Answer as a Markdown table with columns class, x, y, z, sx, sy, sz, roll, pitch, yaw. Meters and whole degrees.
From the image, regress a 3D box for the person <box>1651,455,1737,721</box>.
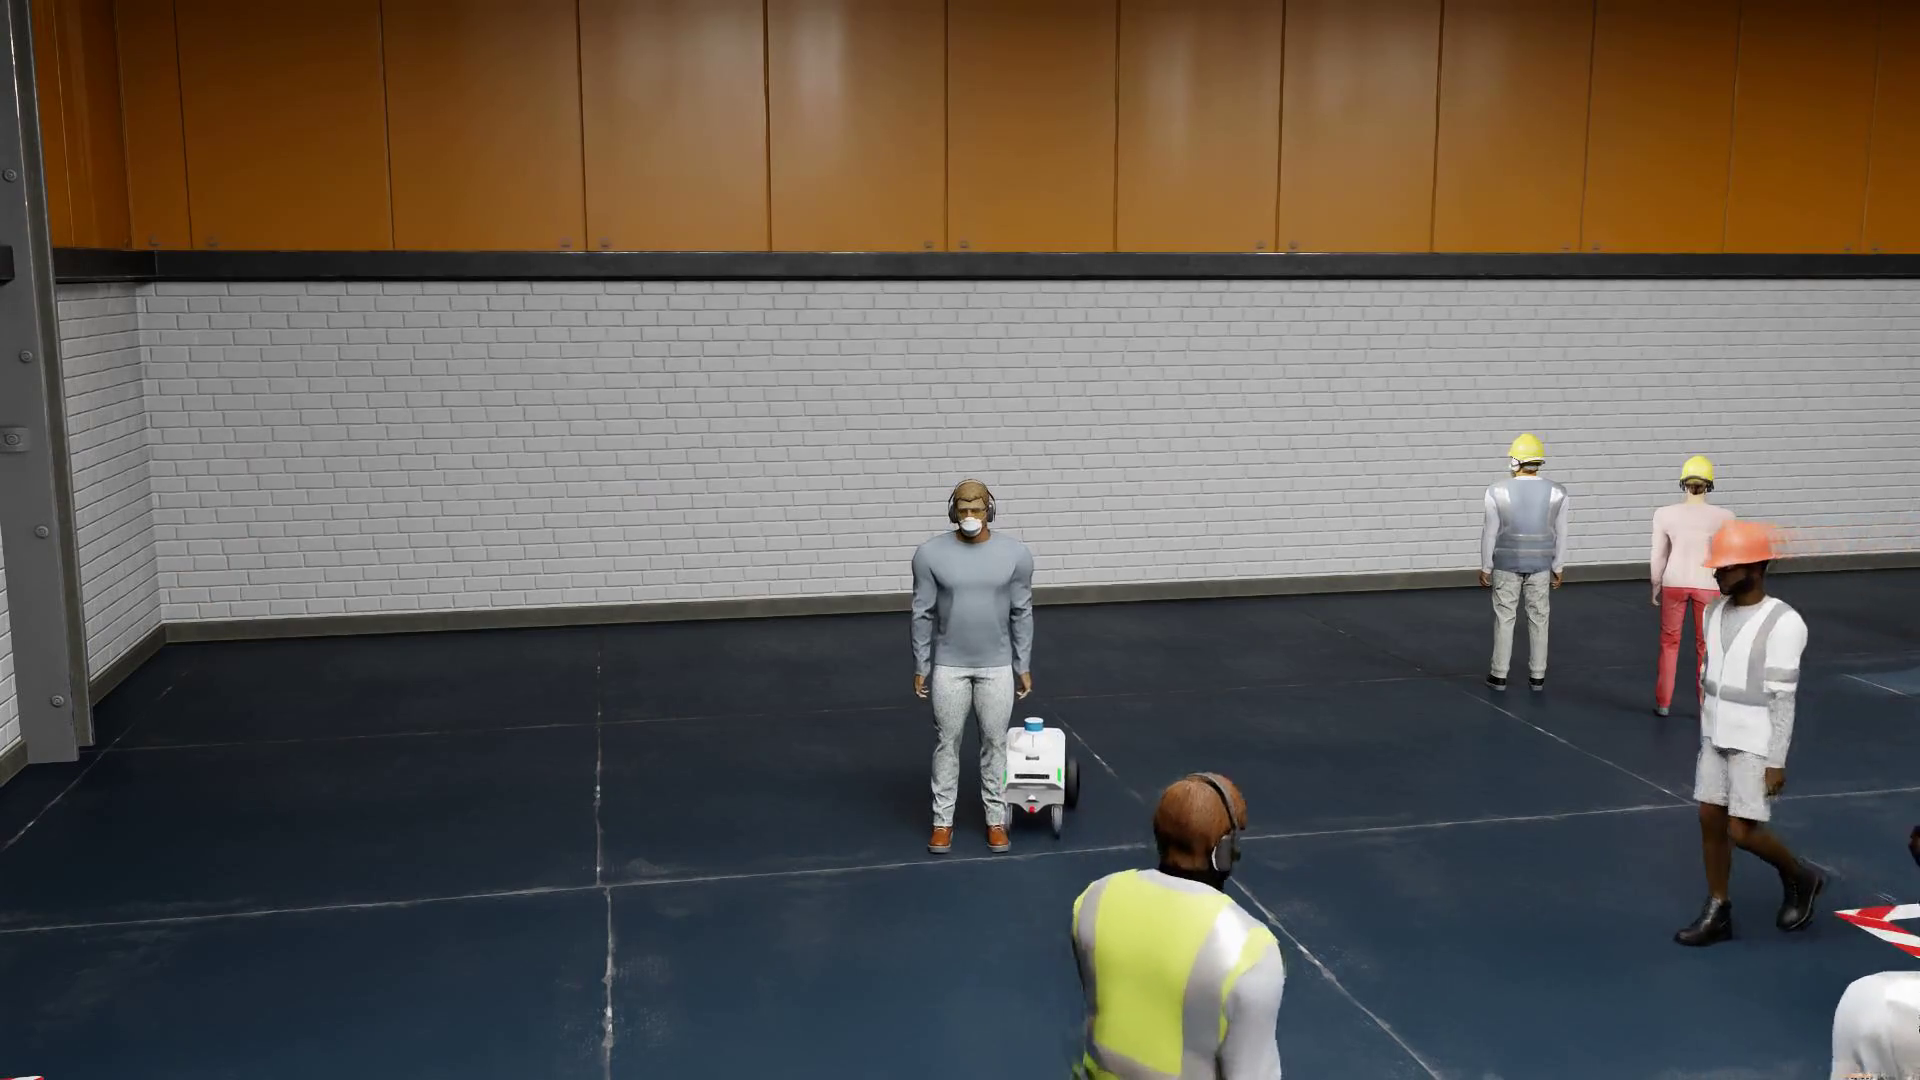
| class | x | y | z | sx | sy | sz | roll | pitch | yaw |
| --- | --- | --- | --- | --- | --- | --- | --- | --- | --- |
| person | 4.853 | 0.323 | 11.038 | 0.523 | 1.771 | 0.304 | 5 | 10 | 26 |

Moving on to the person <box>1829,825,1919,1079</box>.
| class | x | y | z | sx | sy | sz | roll | pitch | yaw |
| --- | --- | --- | --- | --- | --- | --- | --- | --- | --- |
| person | 2.060 | 1.493 | 3.351 | 0.722 | 1.943 | 0.402 | 2 | 10 | 15 |

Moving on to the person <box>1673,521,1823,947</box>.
| class | x | y | z | sx | sy | sz | roll | pitch | yaw |
| --- | --- | --- | --- | --- | --- | --- | --- | --- | --- |
| person | 3.481 | 0.860 | 7.304 | 0.577 | 1.919 | 0.556 | -3 | 10 | -17 |

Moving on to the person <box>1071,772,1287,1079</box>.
| class | x | y | z | sx | sy | sz | roll | pitch | yaw |
| --- | --- | --- | --- | --- | --- | --- | --- | --- | --- |
| person | 0.570 | 1.446 | 4.105 | 0.656 | 1.786 | 0.987 | 9 | 13 | 43 |

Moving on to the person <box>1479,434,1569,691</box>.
| class | x | y | z | sx | sy | sz | roll | pitch | yaw |
| --- | --- | --- | --- | --- | --- | --- | --- | --- | --- |
| person | 3.990 | 0.161 | 11.812 | 0.600 | 1.836 | 0.404 | 1 | 9 | 5 |

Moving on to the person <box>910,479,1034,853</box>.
| class | x | y | z | sx | sy | sz | roll | pitch | yaw |
| --- | --- | --- | --- | --- | --- | --- | --- | --- | --- |
| person | 0.062 | 0.647 | 8.541 | 0.638 | 1.938 | 0.357 | 0 | 9 | -2 |

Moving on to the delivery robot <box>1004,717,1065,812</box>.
| class | x | y | z | sx | sy | sz | roll | pitch | yaw |
| --- | --- | --- | --- | --- | --- | --- | --- | --- | --- |
| delivery robot | 0.401 | 1.209 | 9.039 | 0.477 | 0.478 | 0.707 | 1 | 9 | 4 |
